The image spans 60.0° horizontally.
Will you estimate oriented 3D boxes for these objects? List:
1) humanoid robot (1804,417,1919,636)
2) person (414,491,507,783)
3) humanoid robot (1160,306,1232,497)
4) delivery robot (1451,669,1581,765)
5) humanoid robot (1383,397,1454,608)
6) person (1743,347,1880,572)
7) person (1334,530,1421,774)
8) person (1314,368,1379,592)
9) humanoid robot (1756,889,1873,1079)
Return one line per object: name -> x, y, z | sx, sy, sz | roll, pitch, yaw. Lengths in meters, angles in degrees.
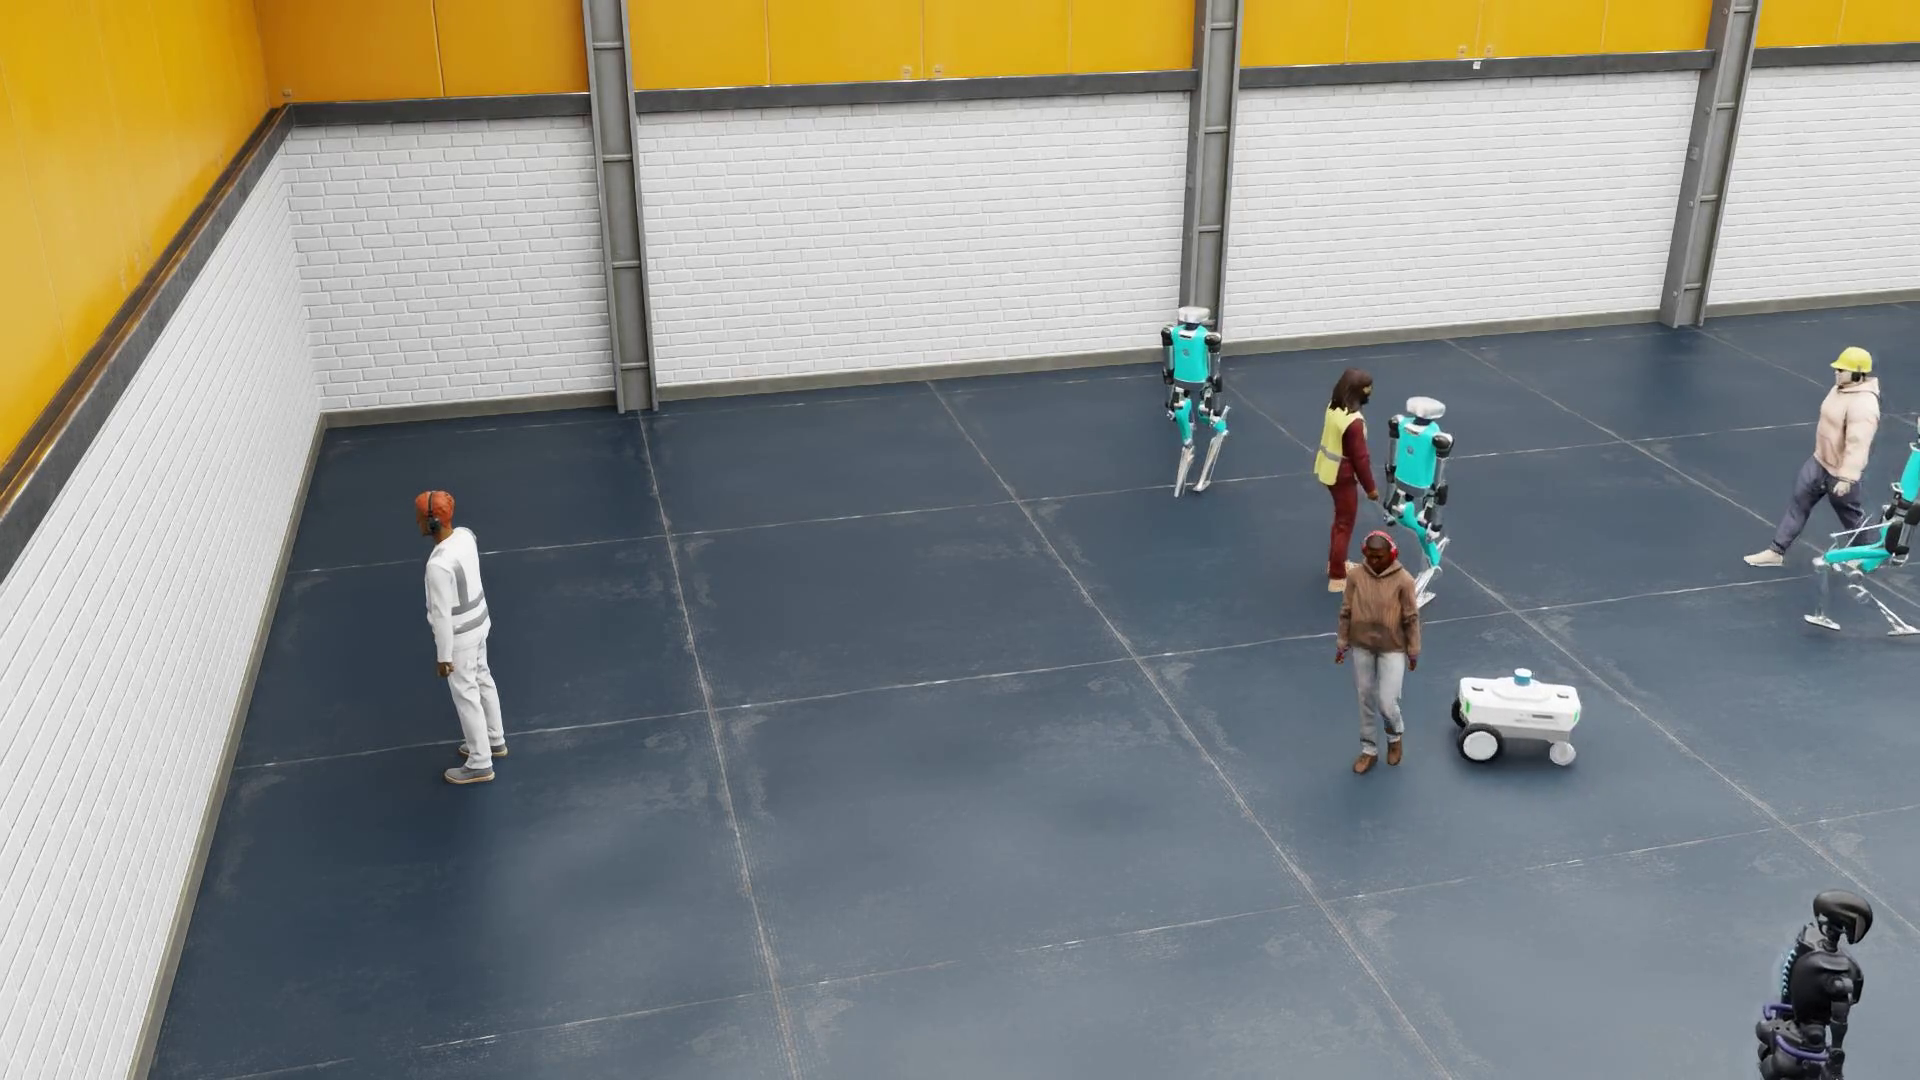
humanoid robot -> 6.418, -0.072, 11.732 | 1.011, 1.749, 0.533 | 9, 25, 19
person -> -3.027, 0.575, 10.067 | 0.350, 1.876, 0.571 | 1, 24, 1
humanoid robot -> 2.066, -1.157, 14.262 | 0.541, 1.849, 0.780 | 14, 28, 29
delivery robot -> 3.511, 1.094, 10.509 | 0.785, 0.585, 0.499 | 4, 24, 10
humanoid robot -> 3.441, -0.237, 12.108 | 0.904, 1.765, 0.539 | -16, 28, -32
person -> 6.744, -0.603, 12.808 | 0.953, 1.818, 0.828 | 0, 24, 0
person -> 2.537, 0.673, 10.127 | 0.492, 1.633, 0.365 | 14, 27, 29
person -> 2.927, -0.454, 12.542 | 0.492, 1.760, 0.481 | 0, 24, 0
humanoid robot -> 3.365, 2.127, 6.789 | 0.499, 1.636, 0.616 | 3, 24, 8
